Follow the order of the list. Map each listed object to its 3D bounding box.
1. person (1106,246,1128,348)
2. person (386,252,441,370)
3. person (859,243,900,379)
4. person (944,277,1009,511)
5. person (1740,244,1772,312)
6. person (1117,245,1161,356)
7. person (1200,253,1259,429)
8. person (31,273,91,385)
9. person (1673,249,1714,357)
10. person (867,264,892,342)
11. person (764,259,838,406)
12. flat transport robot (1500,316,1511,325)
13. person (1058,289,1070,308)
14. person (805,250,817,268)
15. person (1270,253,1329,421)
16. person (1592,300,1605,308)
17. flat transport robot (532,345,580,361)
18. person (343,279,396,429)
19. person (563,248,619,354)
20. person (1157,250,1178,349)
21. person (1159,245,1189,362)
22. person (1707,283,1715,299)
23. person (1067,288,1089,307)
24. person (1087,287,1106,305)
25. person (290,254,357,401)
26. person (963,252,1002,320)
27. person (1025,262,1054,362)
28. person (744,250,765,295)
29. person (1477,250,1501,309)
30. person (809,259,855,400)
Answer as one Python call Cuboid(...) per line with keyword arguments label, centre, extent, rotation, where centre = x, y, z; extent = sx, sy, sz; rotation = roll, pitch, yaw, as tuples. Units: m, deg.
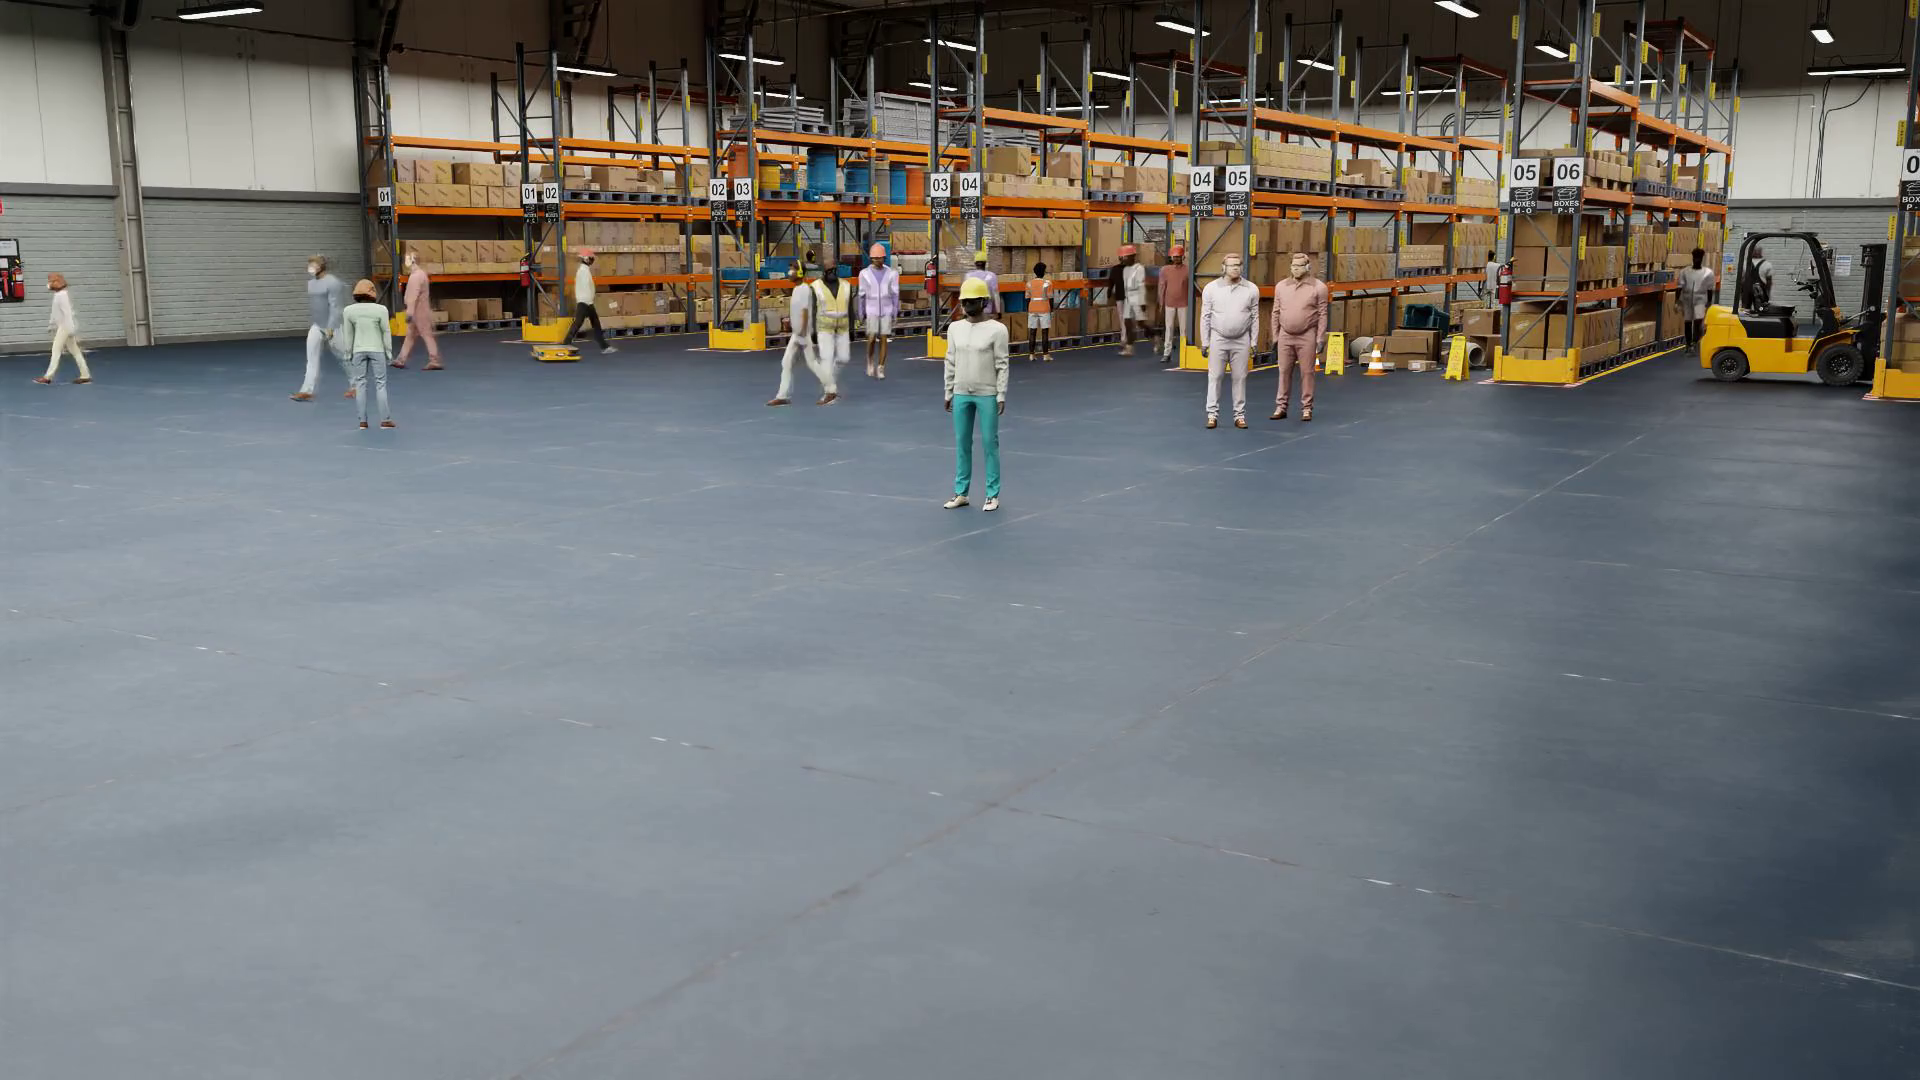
Cuboid(label="person", centre=(3.134, -4.691, 32.200), extent=(0.641, 1.947, 0.976), rotation=(6, 12, 29))
Cuboid(label="person", centre=(-8.756, -3.627, 26.473), extent=(0.933, 1.864, 0.679), rotation=(-3, 10, -14))
Cuboid(label="person", centre=(-1.195, -3.384, 24.723), extent=(0.601, 2.020, 0.491), rotation=(-1, 10, -6))
Cuboid(label="person", centre=(0.112, -1.099, 12.620), extent=(0.532, 1.766, 0.317), rotation=(5, 11, 25))
Cuboid(label="person", centre=(17.445, -5.509, 36.548), extent=(0.689, 2.000, 0.755), rotation=(5, 11, 25))
Cuboid(label="person", centre=(3.235, -4.309, 29.950), extent=(0.891, 2.000, 0.662), rotation=(-5, 11, -27))
Cuboid(label="person", centre=(2.950, -2.169, 18.198), extent=(0.651, 1.913, 0.409), rotation=(0, 10, 1))
Cuboid(label="person", centre=(-12.898, -2.999, 23.744), extent=(0.825, 1.597, 0.520), rotation=(-6, 12, -32))
Cuboid(label="person", centre=(13.143, -4.250, 29.837), extent=(0.607, 1.916, 0.986), rotation=(7, 12, 33))
Cuboid(label="person", centre=(-1.653, -4.999, 33.994), extent=(0.594, 1.929, 0.354), rotation=(7, 12, 33))
Cuboid(label="person", centre=(-1.965, -2.585, 20.785), extent=(0.951, 1.832, 0.536), rotation=(-5, 11, -26))
Cuboid(label="flat transport robot", centre=(13.266, -5.395, 40.862), extent=(0.652, 0.197, 1.431), rotation=(1, 10, 8))
Cuboid(label="person", centre=(2.636, -6.097, 40.397), extent=(0.621, 1.845, 0.429), rotation=(8, 13, 38))
Cuboid(label="person", centre=(-3.239, -5.350, 36.149), extent=(0.534, 1.864, 0.310), rotation=(5, 11, 26))
Cuboid(label="person", centre=(3.861, -2.312, 19.012), extent=(0.643, 1.910, 0.400), rotation=(5, 11, 28))
Cuboid(label="person", centre=(15.491, -6.019, 40.447), extent=(0.717, 1.672, 0.530), rotation=(9, 13, 40))
Cuboid(label="flat transport robot", centre=(-7.036, -3.261, 28.911), extent=(0.652, 0.197, 1.431), rotation=(-4, 11, -20))
Cuboid(label="person", centre=(-6.452, -2.025, 18.172), extent=(0.497, 1.633, 0.279), rotation=(0, 10, -2))
Cuboid(label="person", centre=(-6.826, -4.342, 30.287), extent=(1.040, 1.948, 0.647), rotation=(-2, 10, -11))
Cuboid(label="person", centre=(4.103, -4.607, 31.858), extent=(0.582, 1.907, 0.657), rotation=(8, 13, 39))
Cuboid(label="person", centre=(3.687, -4.007, 28.266), extent=(0.625, 1.990, 0.395), rotation=(4, 11, 19))
Cuboid(label="person", centre=(17.103, -5.752, 38.258), extent=(0.652, 1.917, 0.437), rotation=(-9, 13, -40))
Cuboid(label="person", centre=(2.793, -5.952, 39.620), extent=(0.567, 1.834, 0.388), rotation=(4, 11, 21))
Cuboid(label="person", centre=(3.655, -7.162, 46.283), extent=(0.919, 1.890, 0.642), rotation=(4, 11, 20))
Cuboid(label="person", centre=(-8.182, -2.739, 21.482), extent=(0.644, 1.896, 1.016), rotation=(6, 12, 29))
Cuboid(label="person", centre=(0.371, -3.832, 27.627), extent=(0.595, 1.873, 0.999), rotation=(5, 11, 25))
Cuboid(label="person", centre=(1.370, -3.898, 28.485), extent=(0.535, 1.697, 0.318), rotation=(5, 11, 26))
Cuboid(label="person", centre=(-5.261, -6.466, 42.340), extent=(0.544, 1.893, 0.992), rotation=(6, 12, 31))
Cuboid(label="person", centre=(12.499, -5.907, 39.295), extent=(0.512, 1.860, 0.331), rotation=(3, 10, 14))
Cuboid(label="person", centre=(-1.679, -2.724, 21.566), extent=(0.632, 1.822, 0.525), rotation=(-5, 11, -25))
